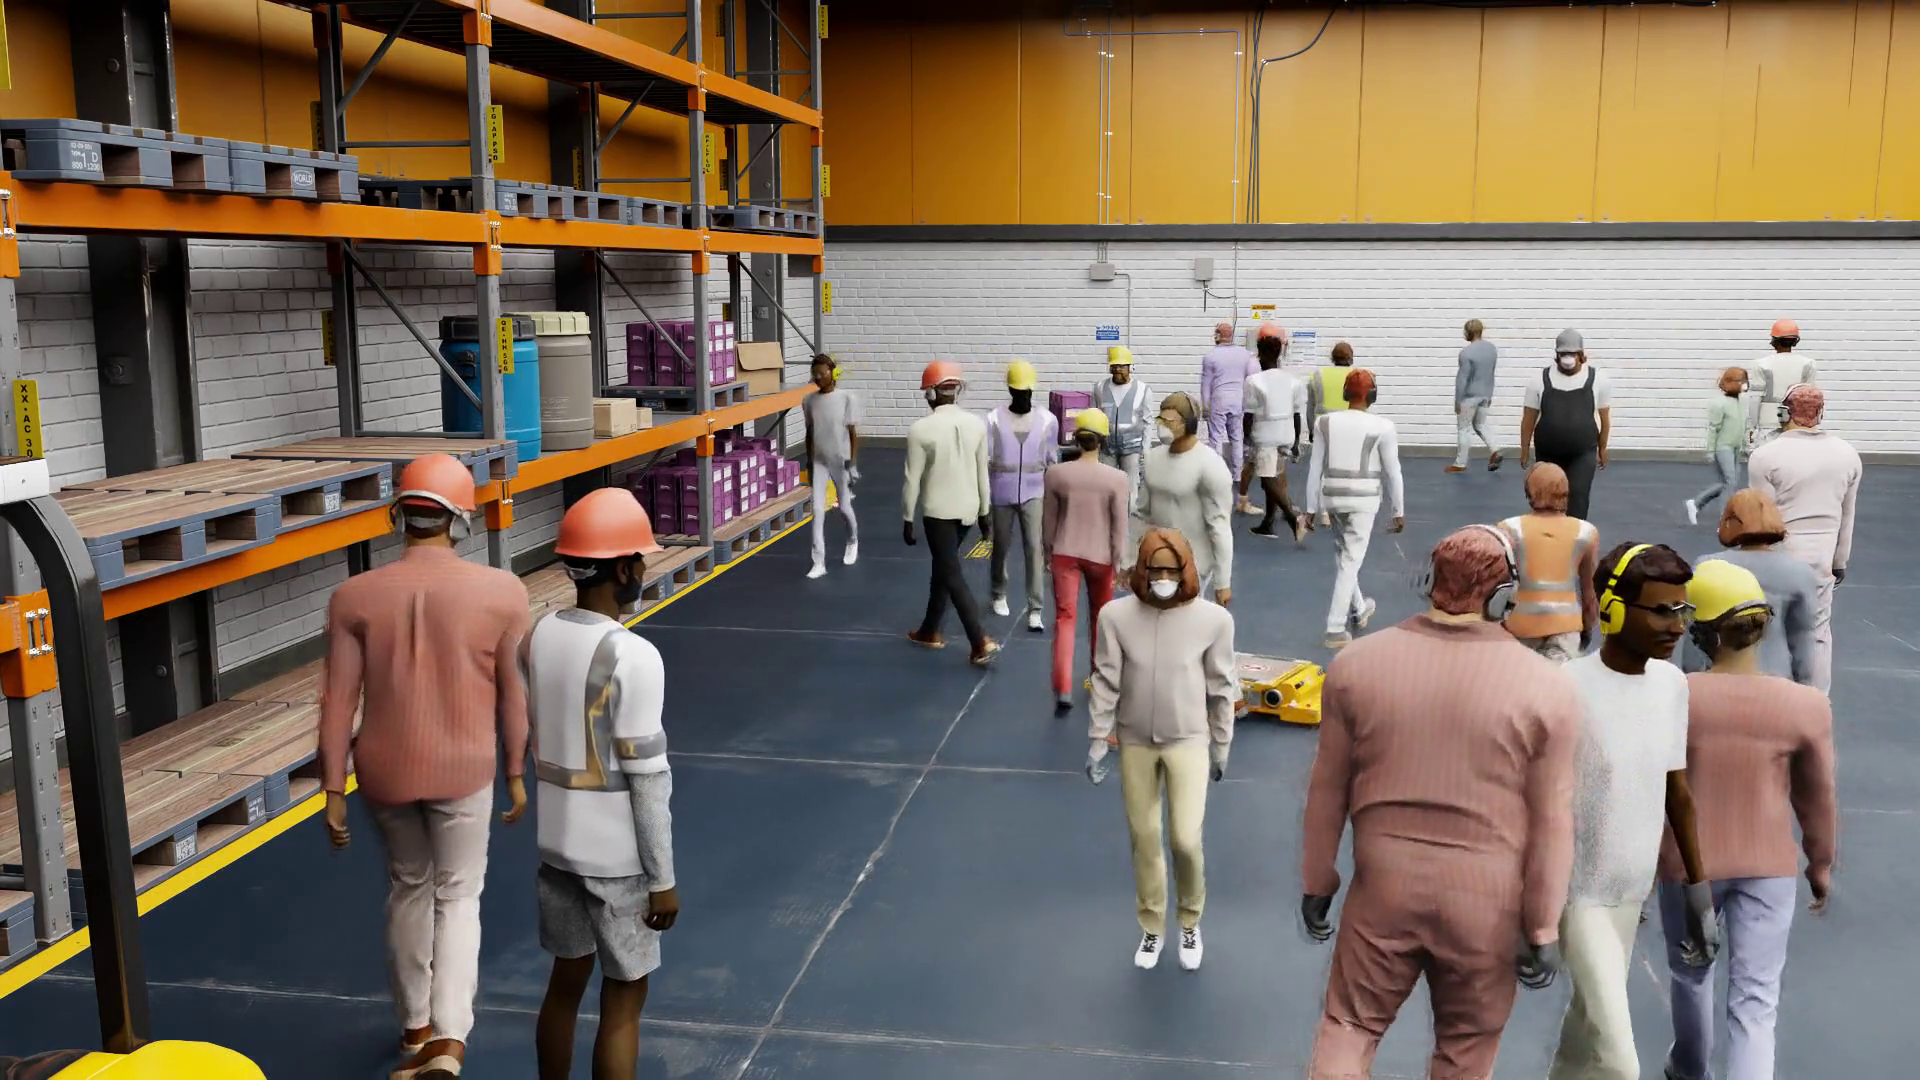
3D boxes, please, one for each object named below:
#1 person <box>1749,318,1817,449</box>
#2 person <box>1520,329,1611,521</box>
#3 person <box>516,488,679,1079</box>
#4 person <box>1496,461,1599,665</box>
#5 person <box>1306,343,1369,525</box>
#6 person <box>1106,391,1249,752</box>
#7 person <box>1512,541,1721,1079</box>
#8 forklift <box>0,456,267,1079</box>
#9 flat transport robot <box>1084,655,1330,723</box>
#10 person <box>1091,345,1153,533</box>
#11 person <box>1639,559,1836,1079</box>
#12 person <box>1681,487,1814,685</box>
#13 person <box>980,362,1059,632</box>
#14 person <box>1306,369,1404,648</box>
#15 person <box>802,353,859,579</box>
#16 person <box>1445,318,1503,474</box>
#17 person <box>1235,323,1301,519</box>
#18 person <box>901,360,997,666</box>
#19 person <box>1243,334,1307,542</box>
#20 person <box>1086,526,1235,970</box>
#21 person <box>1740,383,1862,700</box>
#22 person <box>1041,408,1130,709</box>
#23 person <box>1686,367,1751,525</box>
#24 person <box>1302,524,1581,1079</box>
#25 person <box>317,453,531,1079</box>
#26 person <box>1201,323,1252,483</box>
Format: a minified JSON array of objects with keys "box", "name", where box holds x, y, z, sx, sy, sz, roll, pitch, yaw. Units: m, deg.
[{"box":[8.020,-1.146,16.293,0.608,2.048,0.365,1,9,8],"name":"person"},{"box":[5.134,-0.798,14.168,0.710,2.000,0.916,4,10,23],"name":"person"},{"box":[-0.954,0.819,4.535,0.546,1.932,0.382,8,12,40],"name":"person"},{"box":[2.784,0.433,7.938,0.535,1.599,0.847,1,9,9],"name":"person"},{"box":[3.765,-1.065,16.586,0.631,1.796,0.965,3,10,19],"name":"person"},{"box":[1.196,0.144,8.867,1.033,1.894,0.640,-5,10,-27],"name":"person"},{"box":[1.691,0.933,4.088,0.543,1.843,0.737,-5,11,-30],"name":"person"},{"box":[-2.328,0.975,2.765,2.313,2.155,1.214,1,9,9],"name":"forklift"},{"box":[1.508,0.810,9.692,1.431,0.197,0.652,6,11,31],"name":"flat transport robot"},{"box":[1.443,-0.843,15.083,0.588,1.835,0.403,2,9,13],"name":"person"},{"box":[2.153,0.911,4.647,0.550,1.710,0.934,3,10,16],"name":"person"},{"box":[3.276,0.589,6.892,0.515,1.612,0.524,1,9,7],"name":"person"},{"box":[0.408,-0.330,11.817,0.598,1.886,0.955,-1,9,-6],"name":"person"},{"box":[2.719,-0.231,11.275,0.610,1.836,0.956,7,12,38],"name":"person"},{"box":[-1.049,-0.643,13.853,0.523,1.842,0.896,2,9,13],"name":"person"},{"box":[6.320,-1.749,20.379,0.677,1.925,0.641,-6,11,-33],"name":"person"},{"box":[3.100,-1.183,16.703,0.633,1.983,0.927,-8,12,-41],"name":"person"},{"box":[-0.051,-0.183,10.714,0.622,1.945,1.028,-7,12,-38],"name":"person"},{"box":[2.938,-0.918,15.299,0.603,1.932,0.906,-5,10,-26],"name":"person"},{"box":[0.714,0.750,5.925,0.500,1.617,0.380,3,10,18],"name":"person"},{"box":[4.485,0.108,8.997,0.651,1.906,0.401,-2,9,-10],"name":"person"},{"box":[0.712,0.099,9.637,0.536,1.724,0.902,2,9,14],"name":"person"},{"box":[7.246,-0.853,15.827,0.501,1.611,0.617,-7,12,-37],"name":"person"},{"box":[1.159,0.912,4.154,0.670,1.881,0.658,5,11,30],"name":"person"},{"box":[-1.638,0.725,5.072,0.620,1.950,0.797,-1,9,-3],"name":"person"},{"box":[3.108,-1.602,19.574,0.636,1.902,0.405,-3,10,-20],"name":"person"}]
